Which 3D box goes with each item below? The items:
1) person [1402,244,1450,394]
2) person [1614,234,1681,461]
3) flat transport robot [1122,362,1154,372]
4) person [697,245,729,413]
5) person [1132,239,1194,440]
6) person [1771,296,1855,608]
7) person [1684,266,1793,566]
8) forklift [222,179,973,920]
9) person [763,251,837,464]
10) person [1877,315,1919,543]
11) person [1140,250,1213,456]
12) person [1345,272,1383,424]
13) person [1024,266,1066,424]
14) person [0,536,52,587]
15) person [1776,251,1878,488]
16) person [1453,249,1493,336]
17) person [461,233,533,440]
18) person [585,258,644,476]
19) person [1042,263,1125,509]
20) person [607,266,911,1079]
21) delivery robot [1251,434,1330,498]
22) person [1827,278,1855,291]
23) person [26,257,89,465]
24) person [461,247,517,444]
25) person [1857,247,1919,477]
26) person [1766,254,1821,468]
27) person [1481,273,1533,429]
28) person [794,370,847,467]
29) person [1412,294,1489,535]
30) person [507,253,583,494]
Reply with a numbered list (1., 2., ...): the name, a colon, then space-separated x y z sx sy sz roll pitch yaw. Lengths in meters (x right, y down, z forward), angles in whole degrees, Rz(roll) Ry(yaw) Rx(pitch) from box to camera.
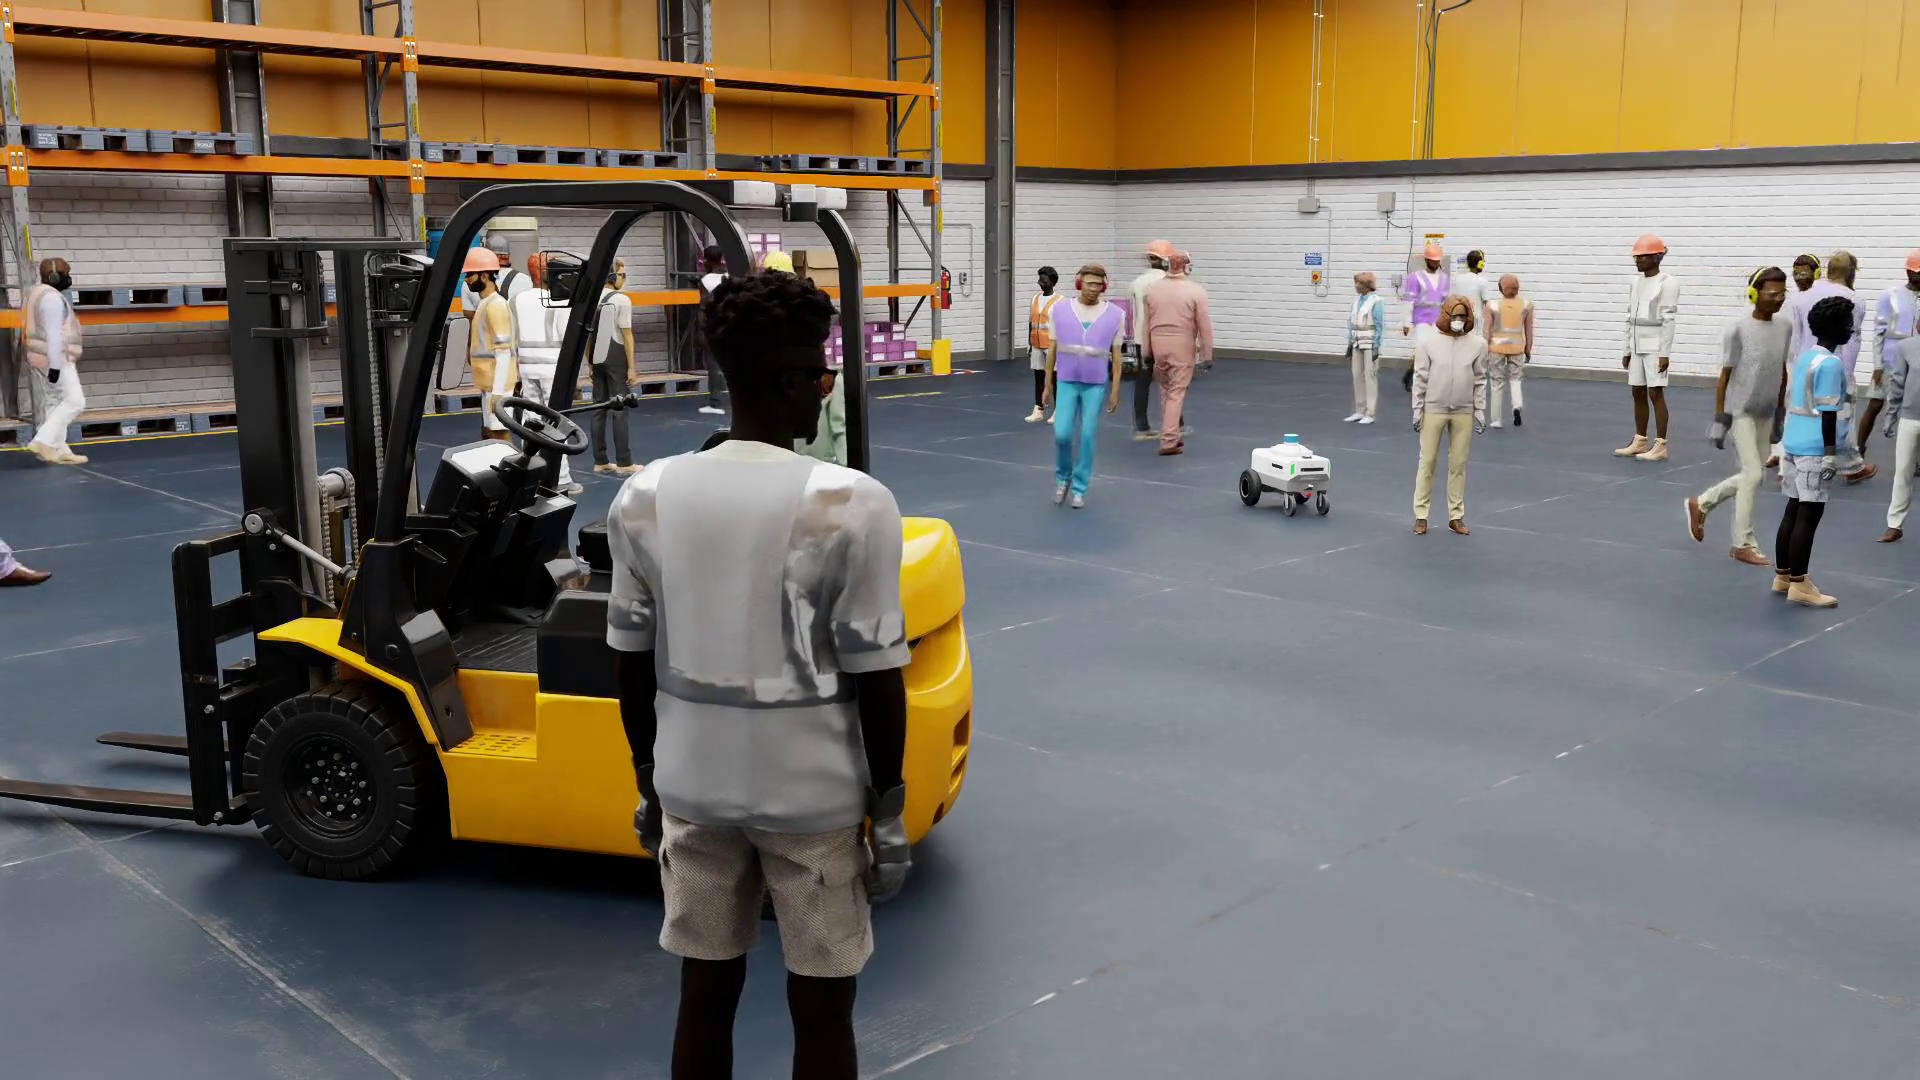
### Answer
1. person: 5.869 -2.743 20.838 0.563 1.917 0.449 -4 11 -22
2. person: 6.176 -1.725 14.984 0.399 2.036 0.608 -3 11 -15
3. flat transport robot: 2.159 -2.623 24.675 1.431 0.197 0.652 1 10 6
4. person: -2.731 -2.375 18.848 0.499 1.905 0.624 7 12 32
5. person: 2.036 -1.982 16.529 0.806 1.968 0.646 -10 14 -44
6. person: 4.702 -0.487 9.138 0.317 1.695 0.540 2 11 11
7. person: 4.887 -0.791 10.422 0.532 1.841 0.725 -4 11 -22
8. forklift: -1.114 -0.058 5.440 2.313 2.155 1.214 2 11 13
9. person: -1.500 -1.482 14.065 0.935 1.874 0.607 -2 11 -13
10. person: 6.304 -0.766 10.834 0.507 1.631 0.266 9 14 40
11. person: 2.062 -1.743 15.500 0.675 1.872 0.847 7 13 35
12. person: 4.396 -2.067 17.965 0.343 1.625 0.551 -4 11 -19
13. person: 0.934 -2.094 17.898 0.534 1.699 0.318 9 14 41
14. person: -5.823 -0.589 9.338 1.054 1.855 0.672 -3 11 -15
15. person: 7.008 -1.361 13.368 0.999 1.884 0.650 -5 11 -25
16. person: 6.245 -2.554 20.020 0.713 1.844 0.526 -6 12 -29
17. person: -4.279 -1.830 15.523 0.678 2.000 0.537 -3 11 -16
18. person: -2.950 -1.459 14.049 0.505 1.840 0.347 6 12 29
19. person: 0.910 -1.134 12.316 0.604 1.818 0.450 1 10 4
20. person: -0.369 0.470 3.186 0.609 1.963 0.367 4 11 21
21. delivery robot: 2.437 -0.537 12.272 0.477 0.478 0.707 -3 11 -15
22. person: 8.832 -1.924 16.844 0.486 1.744 0.310 2 11 9
23. person: -7.931 -1.553 14.587 0.450 1.828 0.637 -9 14 -40
24. person: -3.381 -1.123 11.951 0.373 1.934 0.551 -4 11 -22
25. person: 7.948 -1.497 14.030 0.645 1.929 0.454 2 11 12
26. person: 7.208 -1.520 14.322 0.329 1.865 0.507 -6 12 -32
27. person: 5.697 -1.958 17.328 0.530 1.626 0.436 1 10 5
28. person: -0.841 -0.387 8.913 0.509 1.580 0.870 -2 11 -9
29. person: 3.311 -0.846 11.268 0.499 1.633 0.283 1 10 3
30. person: -3.239 -1.279 12.948 0.576 1.883 0.352 3 11 18
